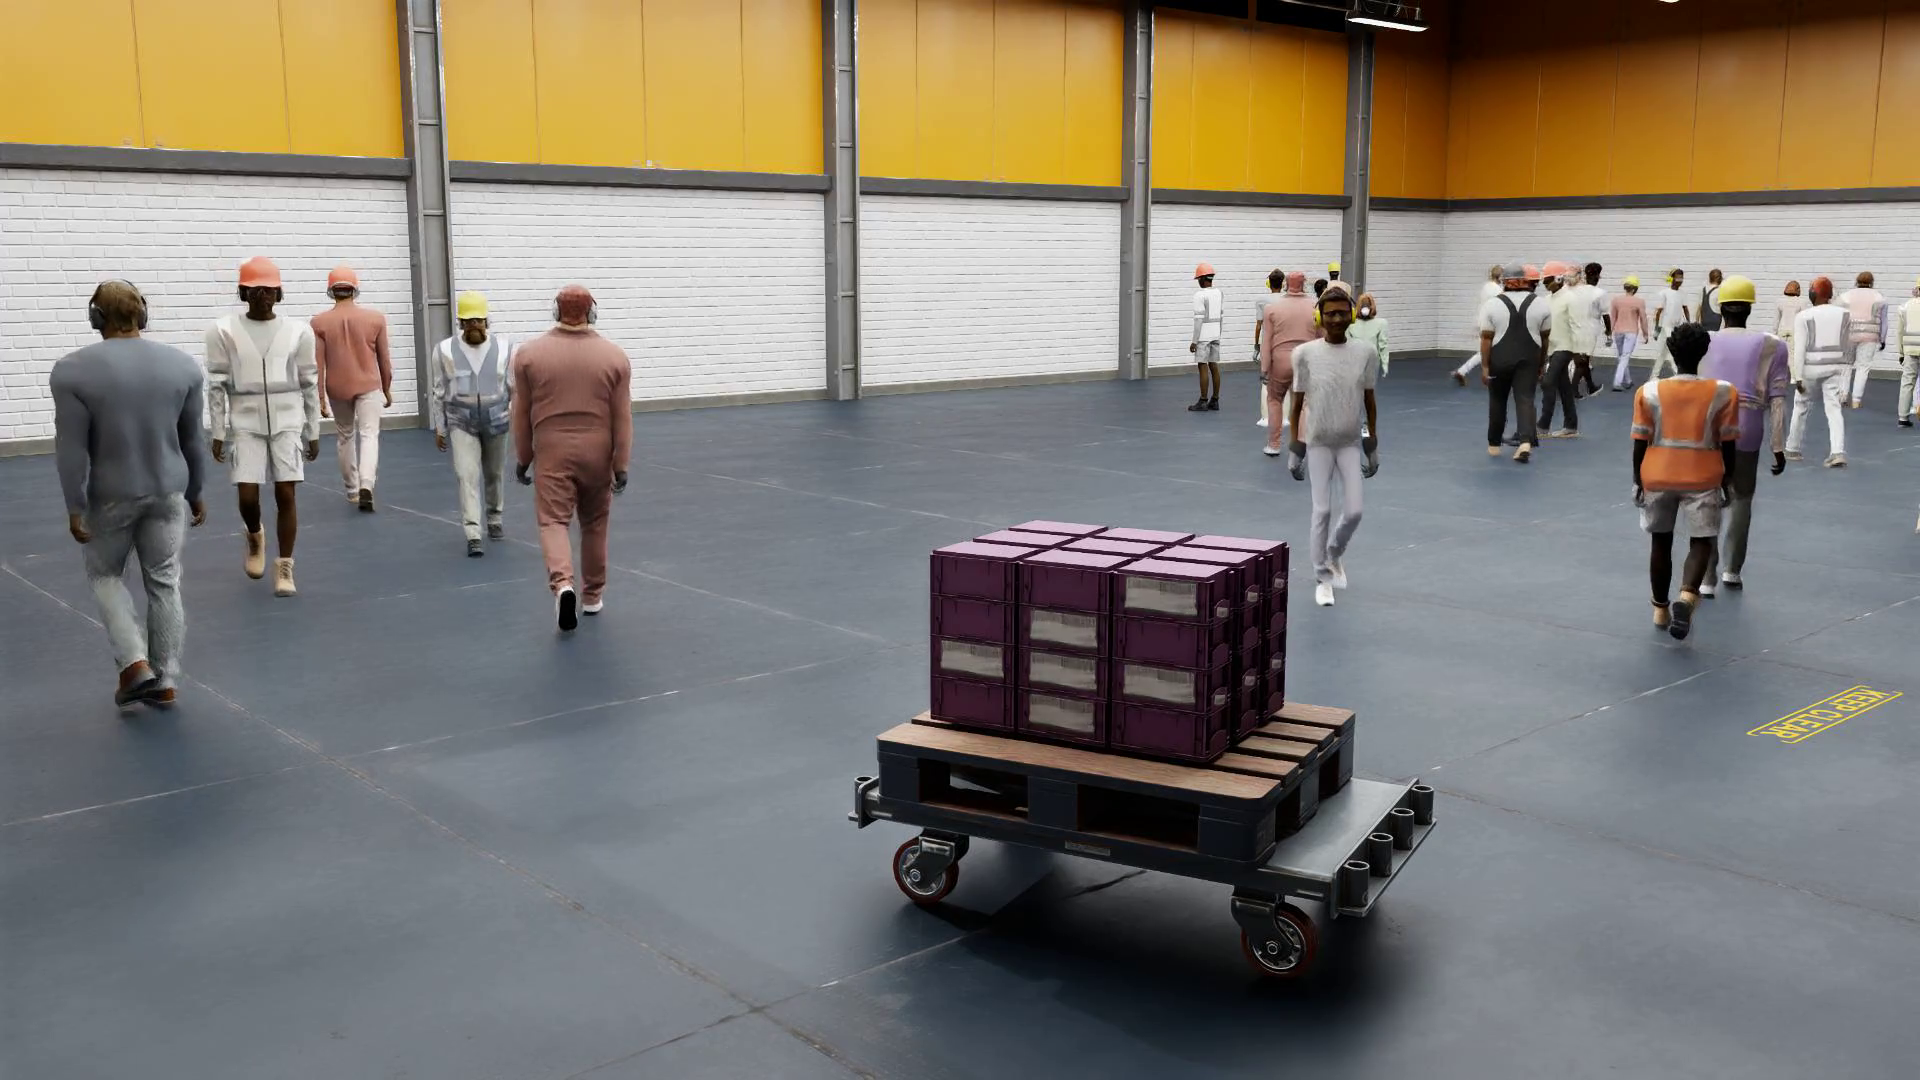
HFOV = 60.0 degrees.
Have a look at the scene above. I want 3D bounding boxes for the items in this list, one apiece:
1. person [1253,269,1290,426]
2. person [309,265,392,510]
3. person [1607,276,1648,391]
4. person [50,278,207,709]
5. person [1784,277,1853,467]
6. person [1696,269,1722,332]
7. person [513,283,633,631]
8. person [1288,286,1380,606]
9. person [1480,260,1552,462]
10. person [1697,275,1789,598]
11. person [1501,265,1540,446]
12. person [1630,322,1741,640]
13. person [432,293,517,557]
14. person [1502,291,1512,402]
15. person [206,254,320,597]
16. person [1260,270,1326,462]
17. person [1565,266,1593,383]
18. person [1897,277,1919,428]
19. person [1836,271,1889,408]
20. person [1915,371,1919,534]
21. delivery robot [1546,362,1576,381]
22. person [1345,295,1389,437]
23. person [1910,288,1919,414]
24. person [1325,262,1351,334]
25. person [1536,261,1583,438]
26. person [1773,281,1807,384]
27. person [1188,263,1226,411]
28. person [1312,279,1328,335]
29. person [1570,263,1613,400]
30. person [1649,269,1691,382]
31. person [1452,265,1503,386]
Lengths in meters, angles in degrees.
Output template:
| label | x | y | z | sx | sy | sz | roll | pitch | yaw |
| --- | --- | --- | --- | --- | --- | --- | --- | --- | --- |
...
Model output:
| label | x | y | z | sx | sy | sz | roll | pitch | yaw |
| --- | --- | --- | --- | --- | --- | --- | --- | --- | --- |
| person | 3.744 | -2.278 | 19.778 | 0.511 | 1.872 | 0.329 | 0 | 10 | 2 |
| person | -4.877 | -1.223 | 13.358 | 0.608 | 1.966 | 0.956 | -3 | 10 | -17 |
| person | 10.065 | -3.099 | 25.034 | 0.908 | 1.715 | 0.555 | -9 | 13 | -42 |
| person | -3.667 | -0.193 | 7.403 | 0.643 | 1.921 | 0.436 | -8 | 13 | -40 |
| person | 8.352 | -1.630 | 16.135 | 0.569 | 1.837 | 1.014 | 1 | 10 | 5 |
| person | 12.324 | -3.495 | 27.093 | 0.904 | 1.803 | 0.524 | -3 | 10 | -19 |
| person | -2.107 | -0.456 | 9.089 | 0.640 | 1.883 | 0.852 | -3 | 10 | -14 |
| person | 2.178 | -0.548 | 9.697 | 0.545 | 1.852 | 0.446 | 0 | 10 | 2 |
| person | 5.516 | -1.814 | 16.560 | 0.688 | 2.000 | 1.015 | 1 | 10 | 8 |
| person | 4.613 | -0.624 | 9.996 | 0.635 | 1.899 | 0.748 | 4 | 10 | 22 |
| person | 6.023 | -1.951 | 17.733 | 0.451 | 1.932 | 0.571 | 2 | 10 | 14 |
| person | 3.798 | -0.307 | 8.766 | 0.536 | 1.678 | 0.703 | 5 | 11 | 27 |
| person | -3.312 | -0.815 | 11.501 | 0.609 | 1.782 | 0.958 | -4 | 10 | -20 |
| person | 7.472 | -2.669 | 22.811 | 0.549 | 1.609 | 0.430 | 2 | 10 | 9 |
| person | -4.154 | -0.684 | 9.964 | 0.625 | 2.033 | 0.553 | -5 | 11 | -27 |
| person | 3.290 | -1.737 | 16.579 | 0.669 | 1.878 | 0.796 | 0 | 10 | 1 |
| person | 9.565 | -3.313 | 25.801 | 0.607 | 1.878 | 0.677 | -2 | 10 | -10 |
| person | 11.272 | -2.207 | 19.456 | 0.404 | 1.837 | 0.590 | -6 | 11 | -31 |
| person | 12.073 | -2.686 | 22.299 | 0.636 | 1.821 | 0.569 | 6 | 12 | 33 |
| person | 7.266 | -1.038 | 12.012 | 0.609 | 2.043 | 0.397 | 3 | 10 | 19 |
| delivery robot | 8.946 | -2.518 | 24.754 | 0.477 | 0.478 | 0.707 | 2 | 10 | 12 |
| person | 4.459 | -1.896 | 18.343 | 0.520 | 1.591 | 0.847 | 2 | 10 | 12 |
| person | 12.257 | -2.417 | 21.295 | 0.543 | 1.619 | 0.391 | -7 | 12 | -35 |
| person | 6.340 | -3.765 | 28.333 | 0.585 | 1.921 | 0.381 | 0 | 10 | -2 |
| person | 6.544 | -2.095 | 18.442 | 0.873 | 1.952 | 0.618 | -1 | 10 | -8 |
| person | 13.140 | -3.282 | 26.342 | 0.499 | 1.634 | 0.279 | 8 | 13 | 40 |
| person | 3.205 | -2.643 | 21.730 | 0.543 | 1.933 | 0.369 | -9 | 13 | -41 |
| person | 5.782 | -3.363 | 26.759 | 0.890 | 1.643 | 0.543 | 5 | 11 | 28 |
| person | 8.912 | -2.933 | 23.447 | 0.974 | 1.915 | 0.637 | -6 | 12 | -33 |
| person | 11.168 | -3.299 | 25.934 | 0.512 | 1.816 | 0.986 | -5 | 11 | -25 |
| person | 7.900 | -3.196 | 25.078 | 0.823 | 1.907 | 0.664 | 1 | 10 | 5 |
